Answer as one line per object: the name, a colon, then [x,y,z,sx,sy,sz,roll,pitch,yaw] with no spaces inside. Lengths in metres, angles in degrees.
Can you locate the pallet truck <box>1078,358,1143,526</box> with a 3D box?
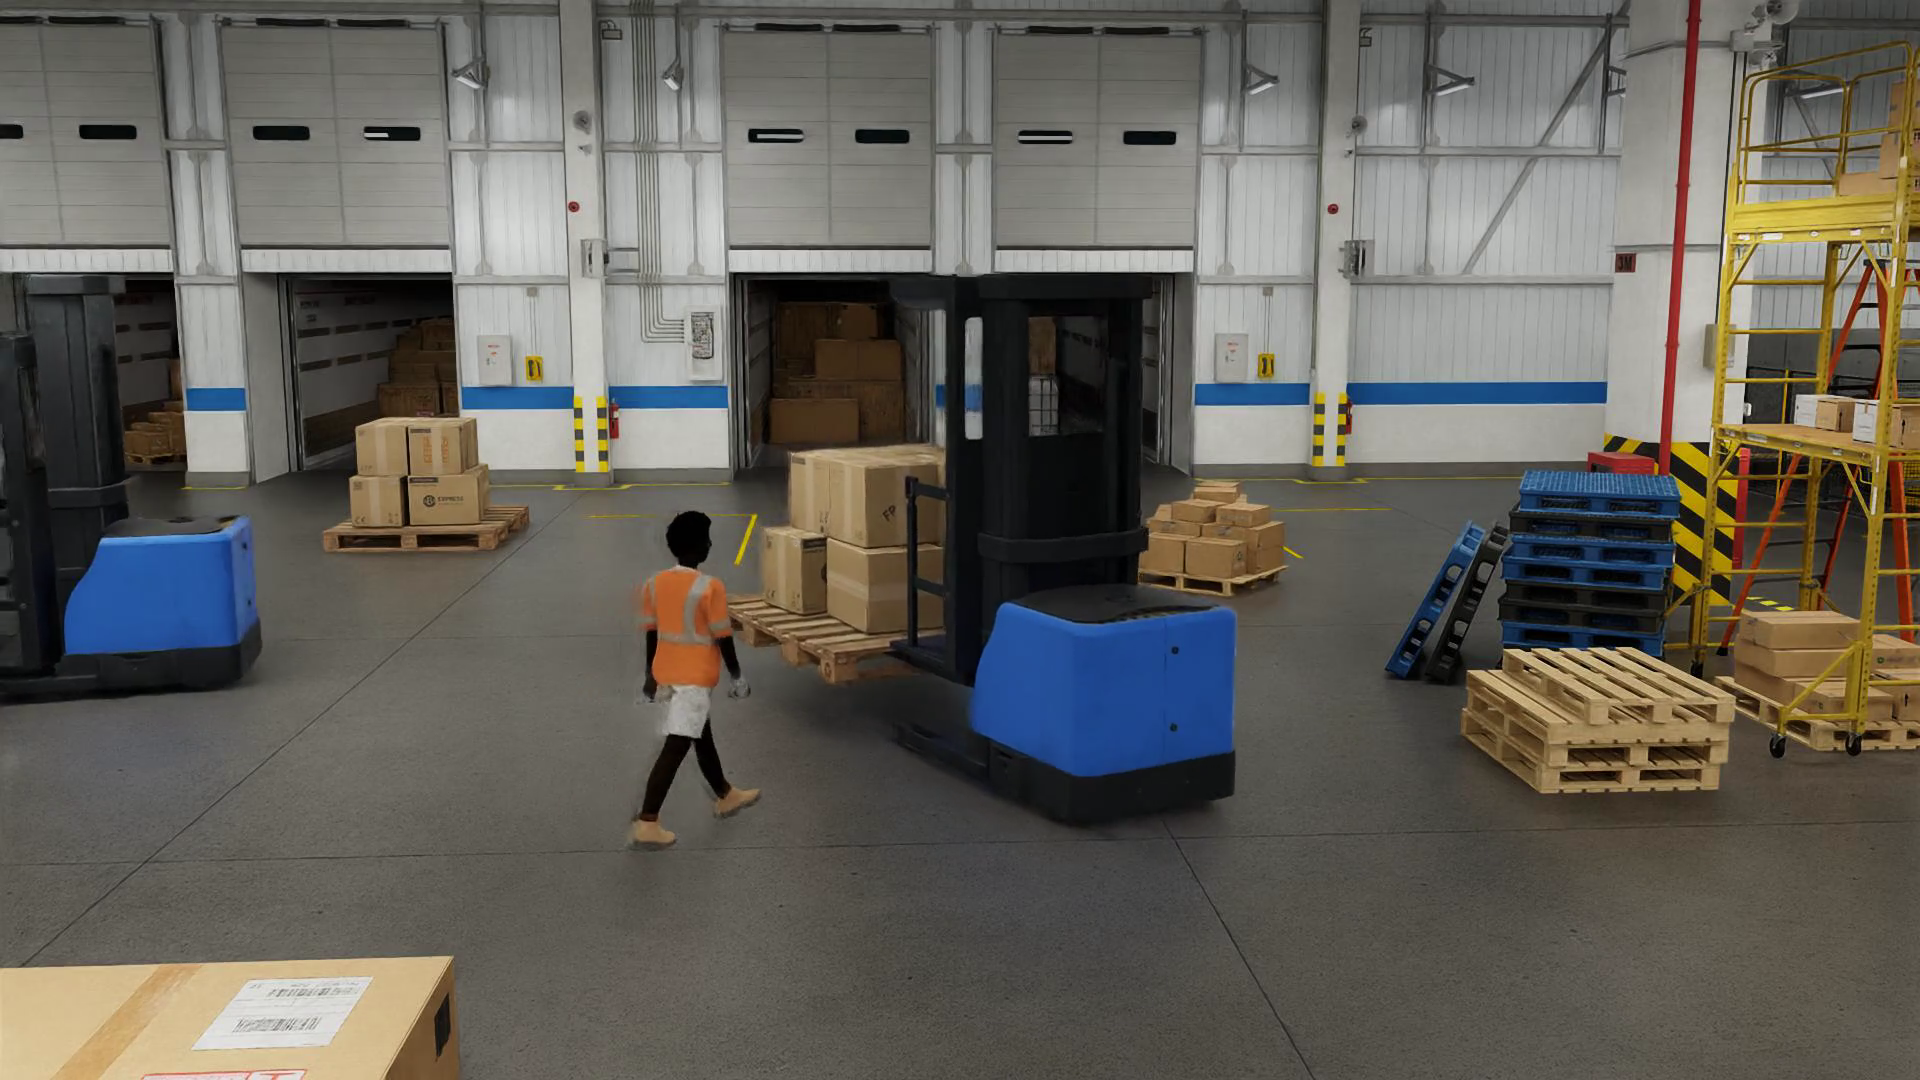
pallet truck: [2.088,-0.836,16.757,1.885,1.965,0.823,2,9,13]

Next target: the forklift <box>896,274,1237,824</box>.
forklift: [0.577,-0.062,9.138,1.129,2.768,1.873,-5,10,-30]

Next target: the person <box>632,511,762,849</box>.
person: [-1.339,0.681,8.315,0.535,1.650,0.889,9,13,43]

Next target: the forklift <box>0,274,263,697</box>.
forklift: [-5.918,-0.414,11.348,1.873,2.768,1.129,-2,9,-14]
